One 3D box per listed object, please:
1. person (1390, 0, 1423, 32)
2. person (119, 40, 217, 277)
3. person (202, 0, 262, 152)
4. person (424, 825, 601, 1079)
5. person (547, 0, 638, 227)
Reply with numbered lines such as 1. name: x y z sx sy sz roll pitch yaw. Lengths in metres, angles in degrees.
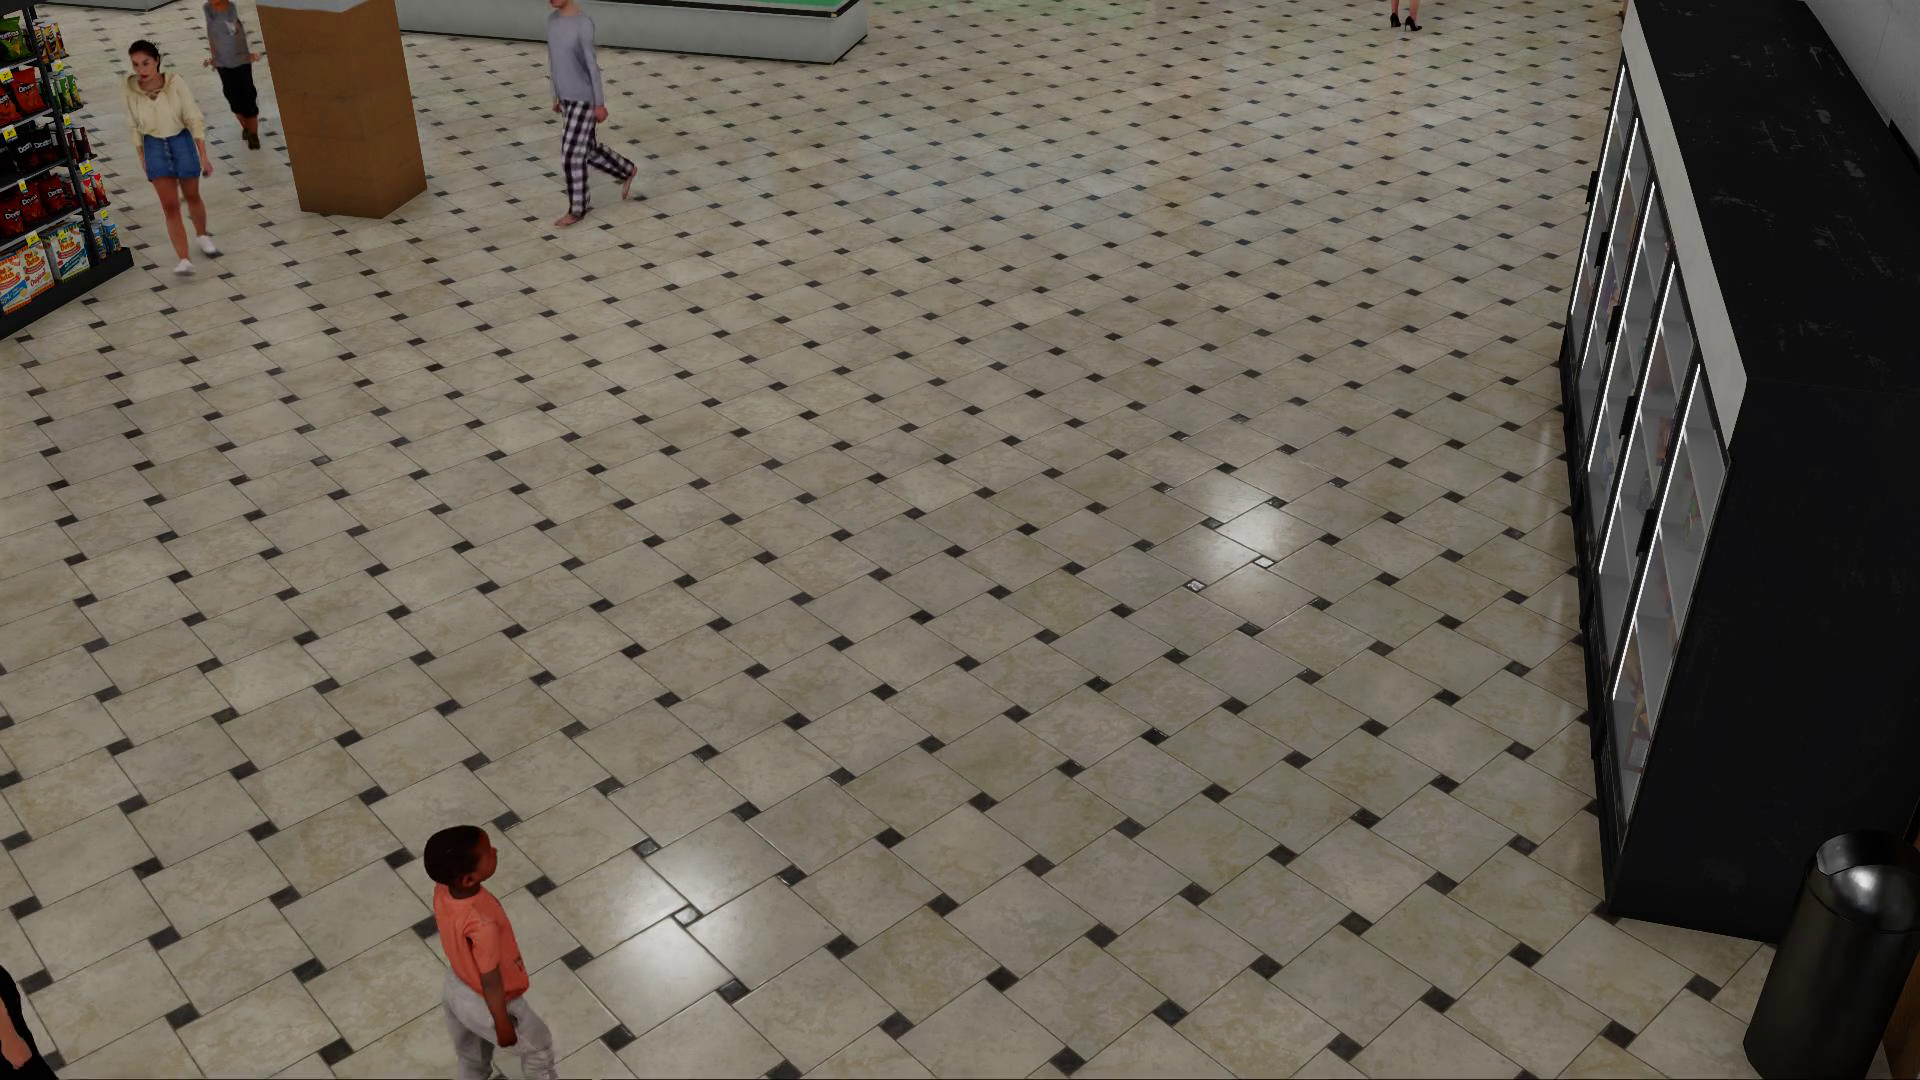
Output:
1. person: 4.604 -6.061 16.847 0.726 1.747 0.621 -25 40 -35
2. person: -5.474 -2.683 11.577 1.124 1.579 1.083 -12 34 -18
3. person: -6.121 -4.096 13.977 0.809 1.442 0.835 -7 32 -10
4. person: -1.548 1.442 5.212 0.751 1.299 0.713 -24 39 -33
5. person: -2.756 -3.286 12.318 1.125 1.820 1.030 26 40 36
